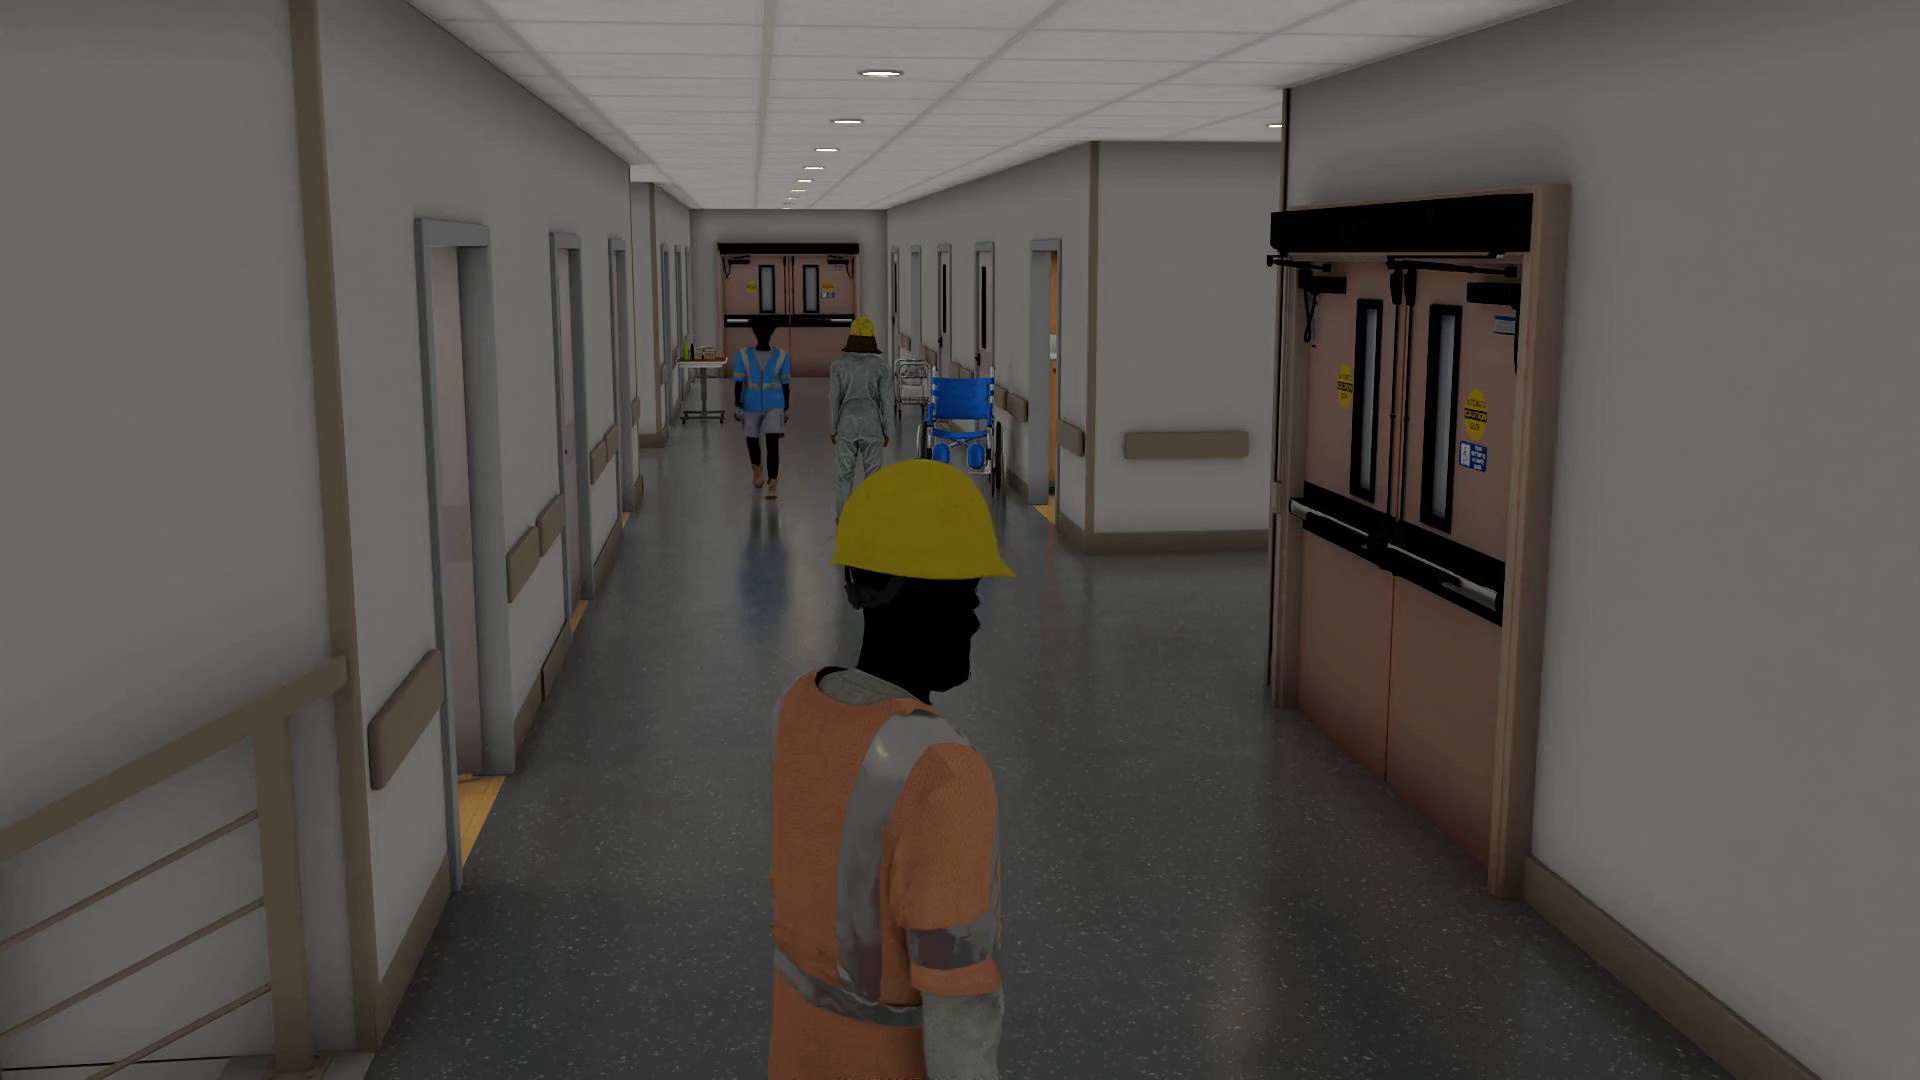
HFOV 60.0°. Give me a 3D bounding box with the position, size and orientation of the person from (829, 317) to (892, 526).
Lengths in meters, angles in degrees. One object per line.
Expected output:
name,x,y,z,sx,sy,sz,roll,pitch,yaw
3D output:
person,-0.775,-0.872,13.009,0.486,1.736,0.315,0,10,0

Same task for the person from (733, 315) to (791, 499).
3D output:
person,-1.815,-1.245,15.351,0.530,1.672,0.749,-1,10,-3

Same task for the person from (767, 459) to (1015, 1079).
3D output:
person,-0.088,0.832,2.570,0.398,1.916,0.599,-5,11,-27
